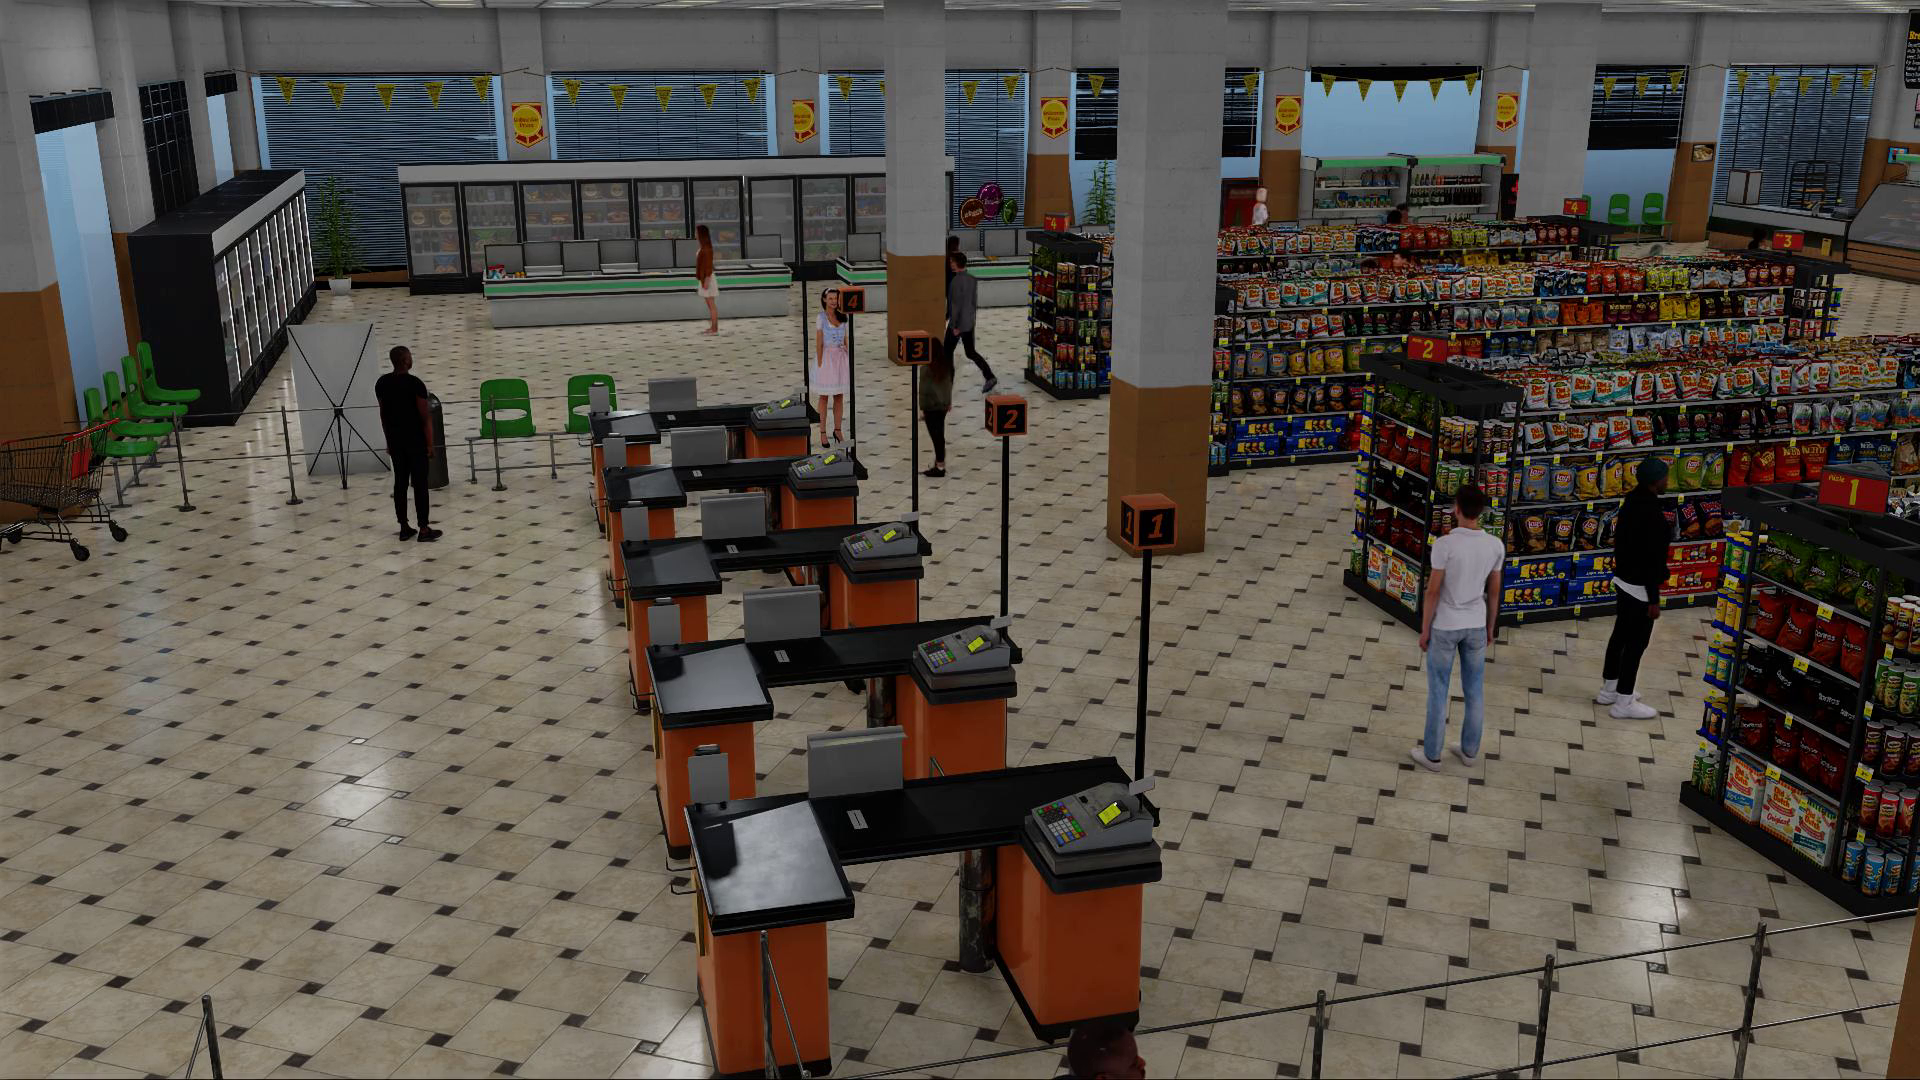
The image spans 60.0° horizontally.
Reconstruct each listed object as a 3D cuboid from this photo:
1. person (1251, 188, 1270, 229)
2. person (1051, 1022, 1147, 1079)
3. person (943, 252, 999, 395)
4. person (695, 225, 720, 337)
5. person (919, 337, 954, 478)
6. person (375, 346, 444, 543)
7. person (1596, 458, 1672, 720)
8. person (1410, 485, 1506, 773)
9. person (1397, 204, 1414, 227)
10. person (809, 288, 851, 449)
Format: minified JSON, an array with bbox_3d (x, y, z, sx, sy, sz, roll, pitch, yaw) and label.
[{"bbox_3d":[5.638,-5.816,31.768,1.086,1.711,0.561,-5,18,-16],"label":"person"},{"bbox_3d":[0.406,2.252,5.004,0.615,1.824,0.700,-3,17,-10],"label":"person"},{"bbox_3d":[0.103,-2.769,21.518,1.208,1.837,1.206,12,21,35],"label":"person"},{"bbox_3d":[-3.930,-4.058,25.969,0.583,1.717,0.633,-3,17,-10],"label":"person"},{"bbox_3d":[-0.242,-1.415,17.695,0.816,1.467,0.726,10,20,30],"label":"person"},{"bbox_3d":[-5.106,-0.893,15.371,0.679,1.819,0.804,4,17,14],"label":"person"},{"bbox_3d":[4.631,0.315,11.395,0.661,1.818,0.714,-1,17,-2],"label":"person"},{"bbox_3d":[3.162,0.560,10.530,0.484,1.851,0.702,-4,17,-12],"label":"person"},{"bbox_3d":[7.650,-4.920,28.724,0.816,1.766,0.663,11,20,33],"label":"person"},{"bbox_3d":[-1.457,-1.967,18.909,0.780,1.818,0.864,-12,20,-33],"label":"person"}]
